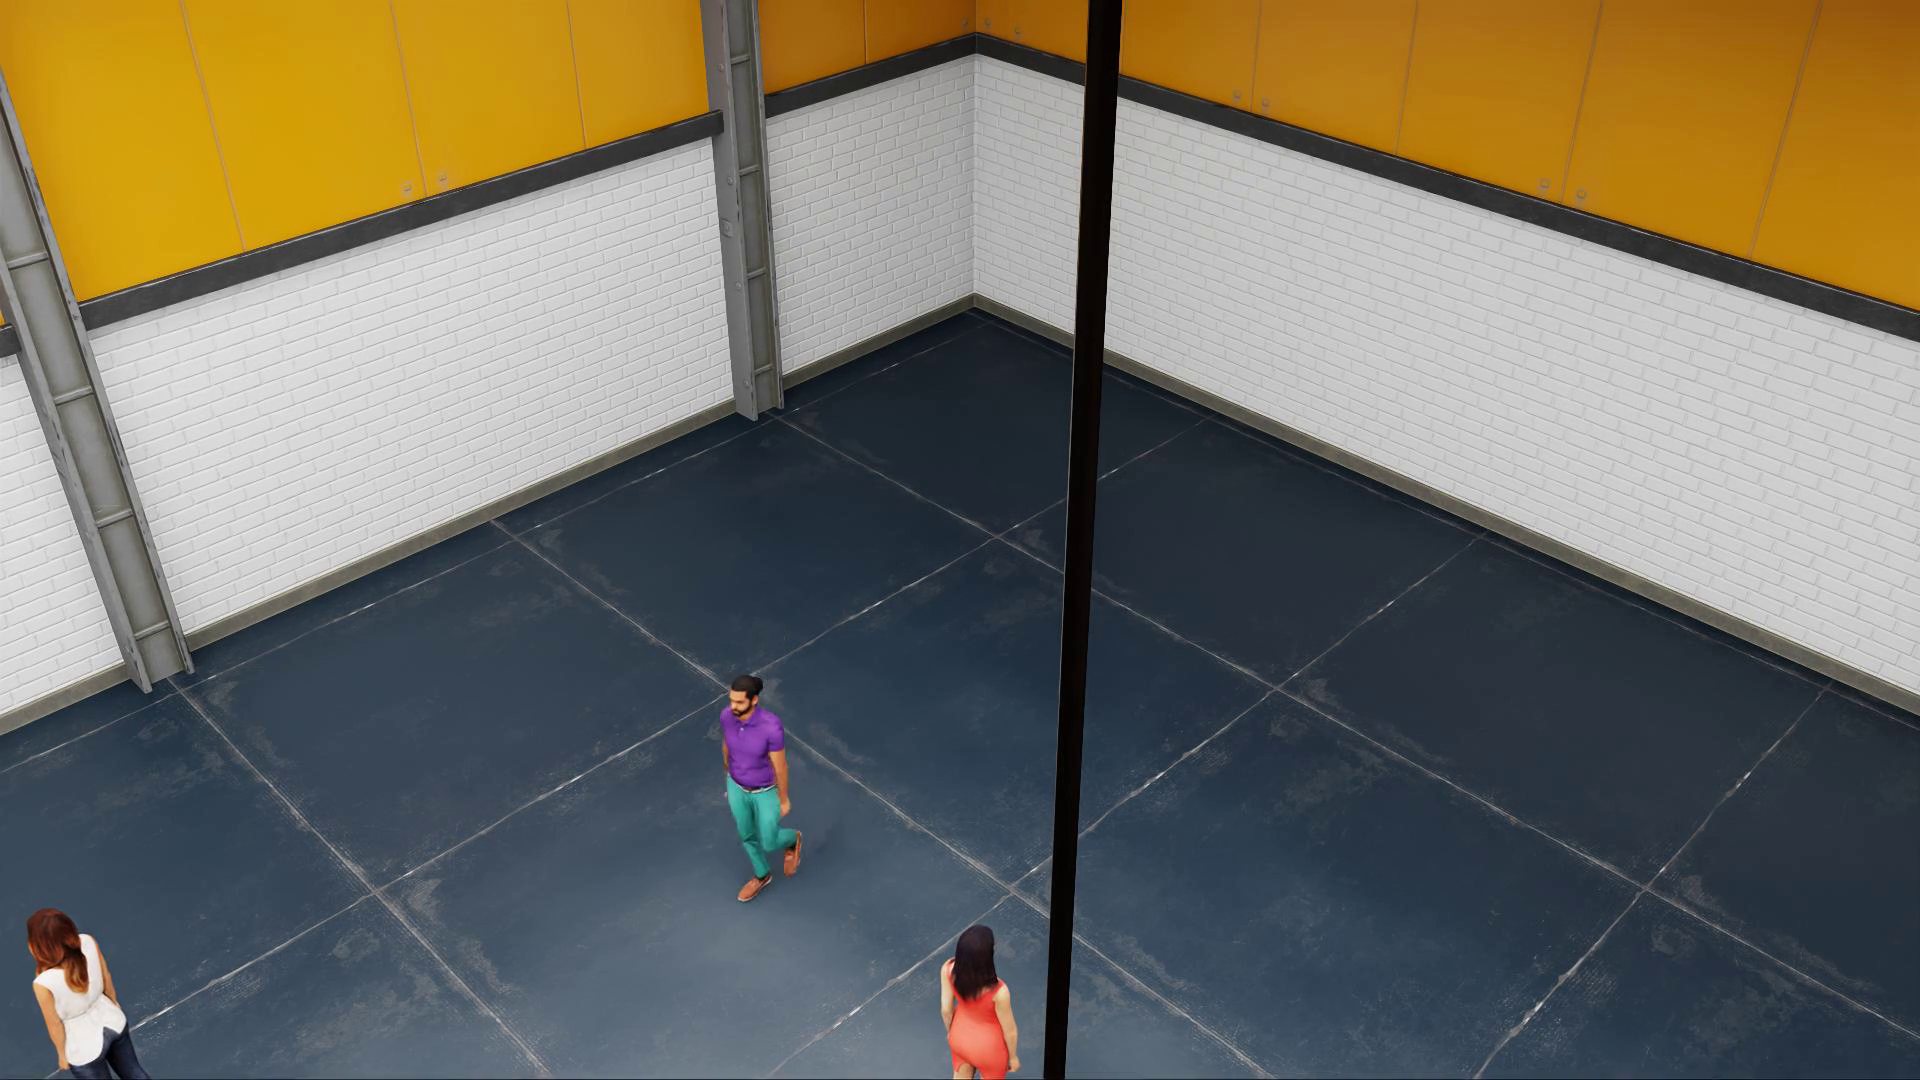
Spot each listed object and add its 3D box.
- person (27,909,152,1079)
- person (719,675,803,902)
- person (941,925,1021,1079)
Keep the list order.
[{"bbox_3d":[-4.640,2.662,8.941,0.714,1.784,0.606,9,35,13],"label":"person"},{"bbox_3d":[-1.252,1.537,10.658,0.760,1.757,0.861,16,37,23],"label":"person"},{"bbox_3d":[0.100,2.702,8.940,0.646,1.718,0.615,17,37,24],"label":"person"}]
